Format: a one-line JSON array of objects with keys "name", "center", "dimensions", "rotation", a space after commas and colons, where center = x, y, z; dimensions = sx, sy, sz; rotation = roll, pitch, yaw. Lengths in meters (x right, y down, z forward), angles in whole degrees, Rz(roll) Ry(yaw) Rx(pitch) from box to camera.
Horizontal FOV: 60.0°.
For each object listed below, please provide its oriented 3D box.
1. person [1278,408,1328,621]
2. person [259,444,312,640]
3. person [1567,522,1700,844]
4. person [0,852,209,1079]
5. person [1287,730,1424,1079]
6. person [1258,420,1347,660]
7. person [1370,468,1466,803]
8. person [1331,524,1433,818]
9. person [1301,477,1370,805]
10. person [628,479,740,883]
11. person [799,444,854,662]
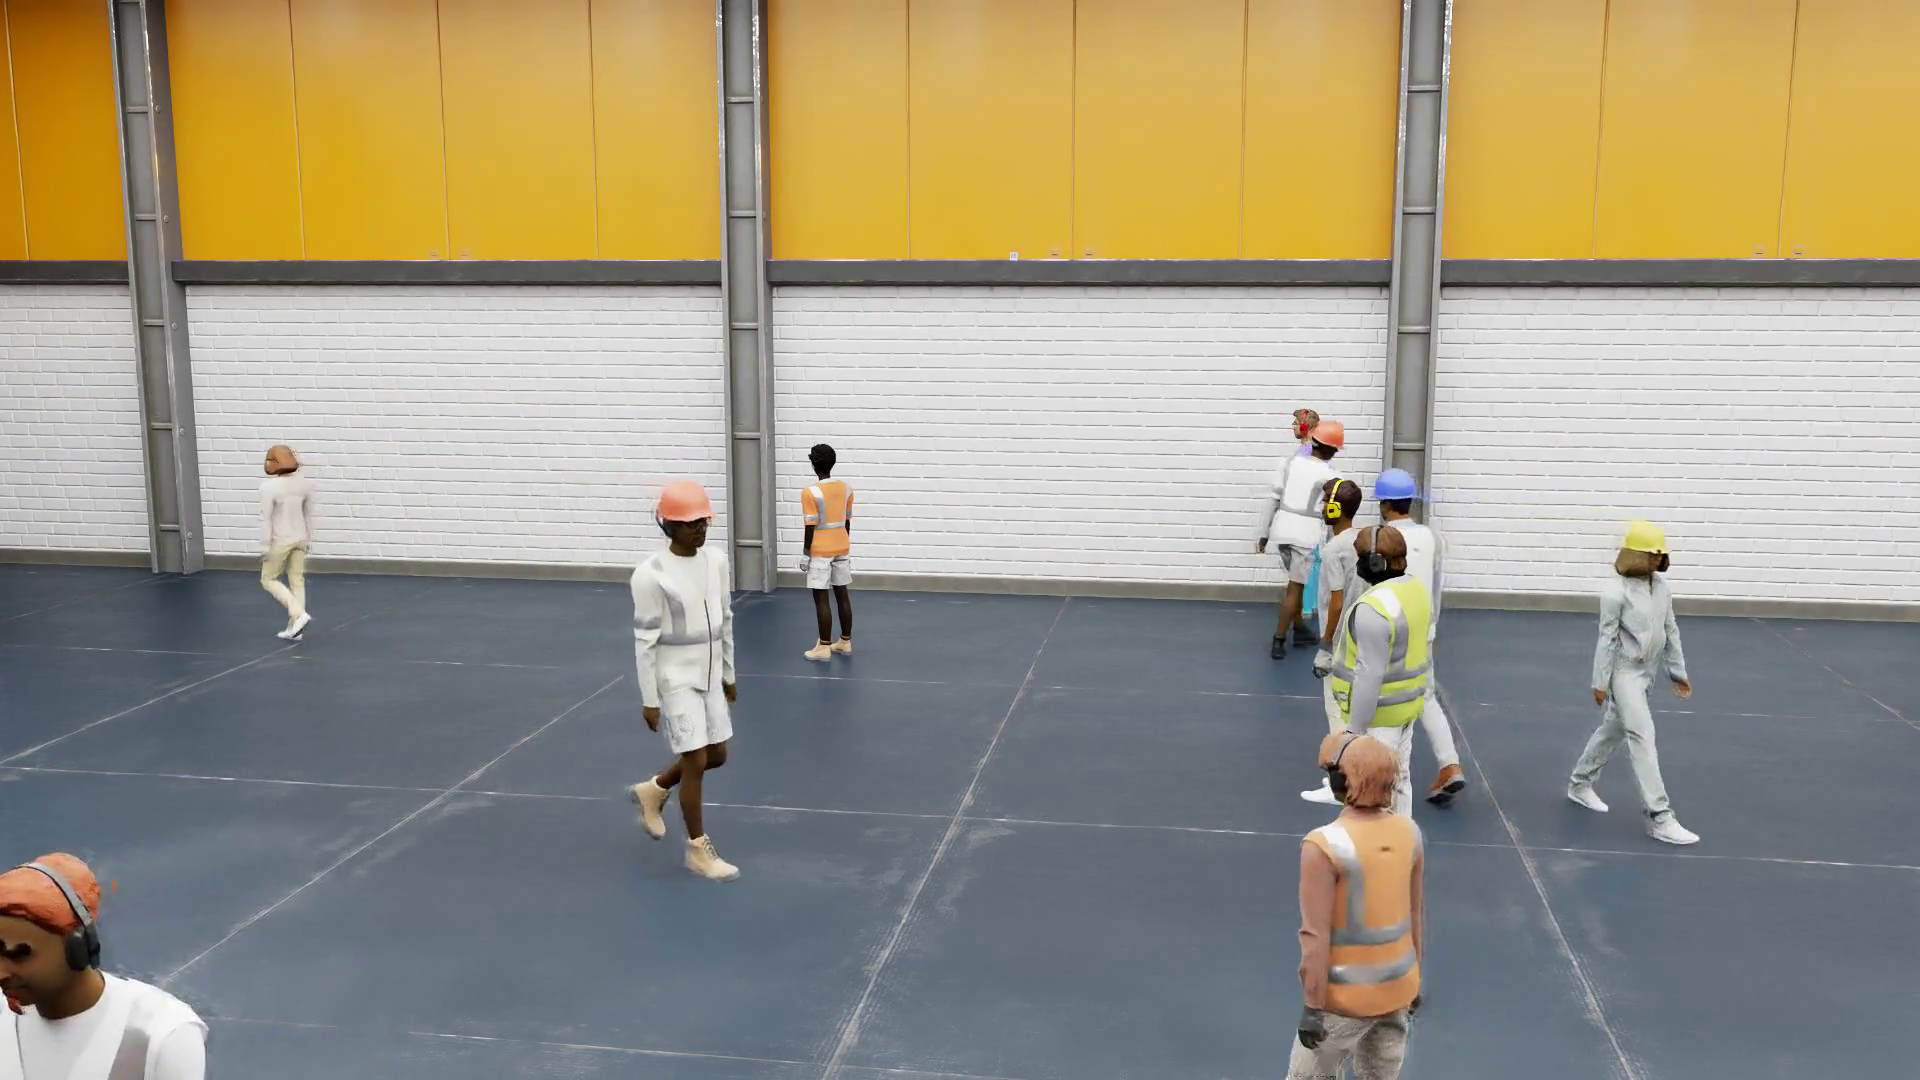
[{"name": "person", "center": [3.011, -0.216, 14.426], "dimensions": [0.390, 1.846, 0.565], "rotation": [5, 10, 28]}, {"name": "person", "center": [-5.495, 0.030, 13.578], "dimensions": [0.385, 1.620, 0.527], "rotation": [4, 10, 26]}, {"name": "person", "center": [3.672, 0.732, 9.038], "dimensions": [0.489, 1.697, 0.904], "rotation": [-6, 11, -34]}, {"name": "person", "center": [-1.803, 1.546, 3.503], "dimensions": [0.616, 1.867, 0.414], "rotation": [2, 9, 14]}, {"name": "person", "center": [1.250, 1.404, 5.125], "dimensions": [0.536, 1.614, 0.430], "rotation": [-6, 11, -34]}, {"name": "person", "center": [2.719, -0.012, 13.064], "dimensions": [0.707, 1.878, 0.619], "rotation": [-8, 12, -40]}, {"name": "person", "center": [2.588, 0.546, 9.567], "dimensions": [0.615, 1.910, 0.935], "rotation": [-4, 10, -25]}, {"name": "person", "center": [1.996, 0.835, 7.974], "dimensions": [0.429, 1.840, 0.624], "rotation": [7, 11, 35]}, {"name": "person", "center": [2.164, 0.577, 9.470], "dimensions": [0.309, 1.868, 0.535], "rotation": [7, 11, 36]}, {"name": "person", "center": [-1.412, 0.681, 8.358], "dimensions": [0.736, 2.020, 0.618], "rotation": [6, 11, 35]}, {"name": "person", "center": [-1.043, 0.093, 12.972], "dimensions": [0.318, 1.698, 0.539], "rotation": [7, 12, 38]}]
